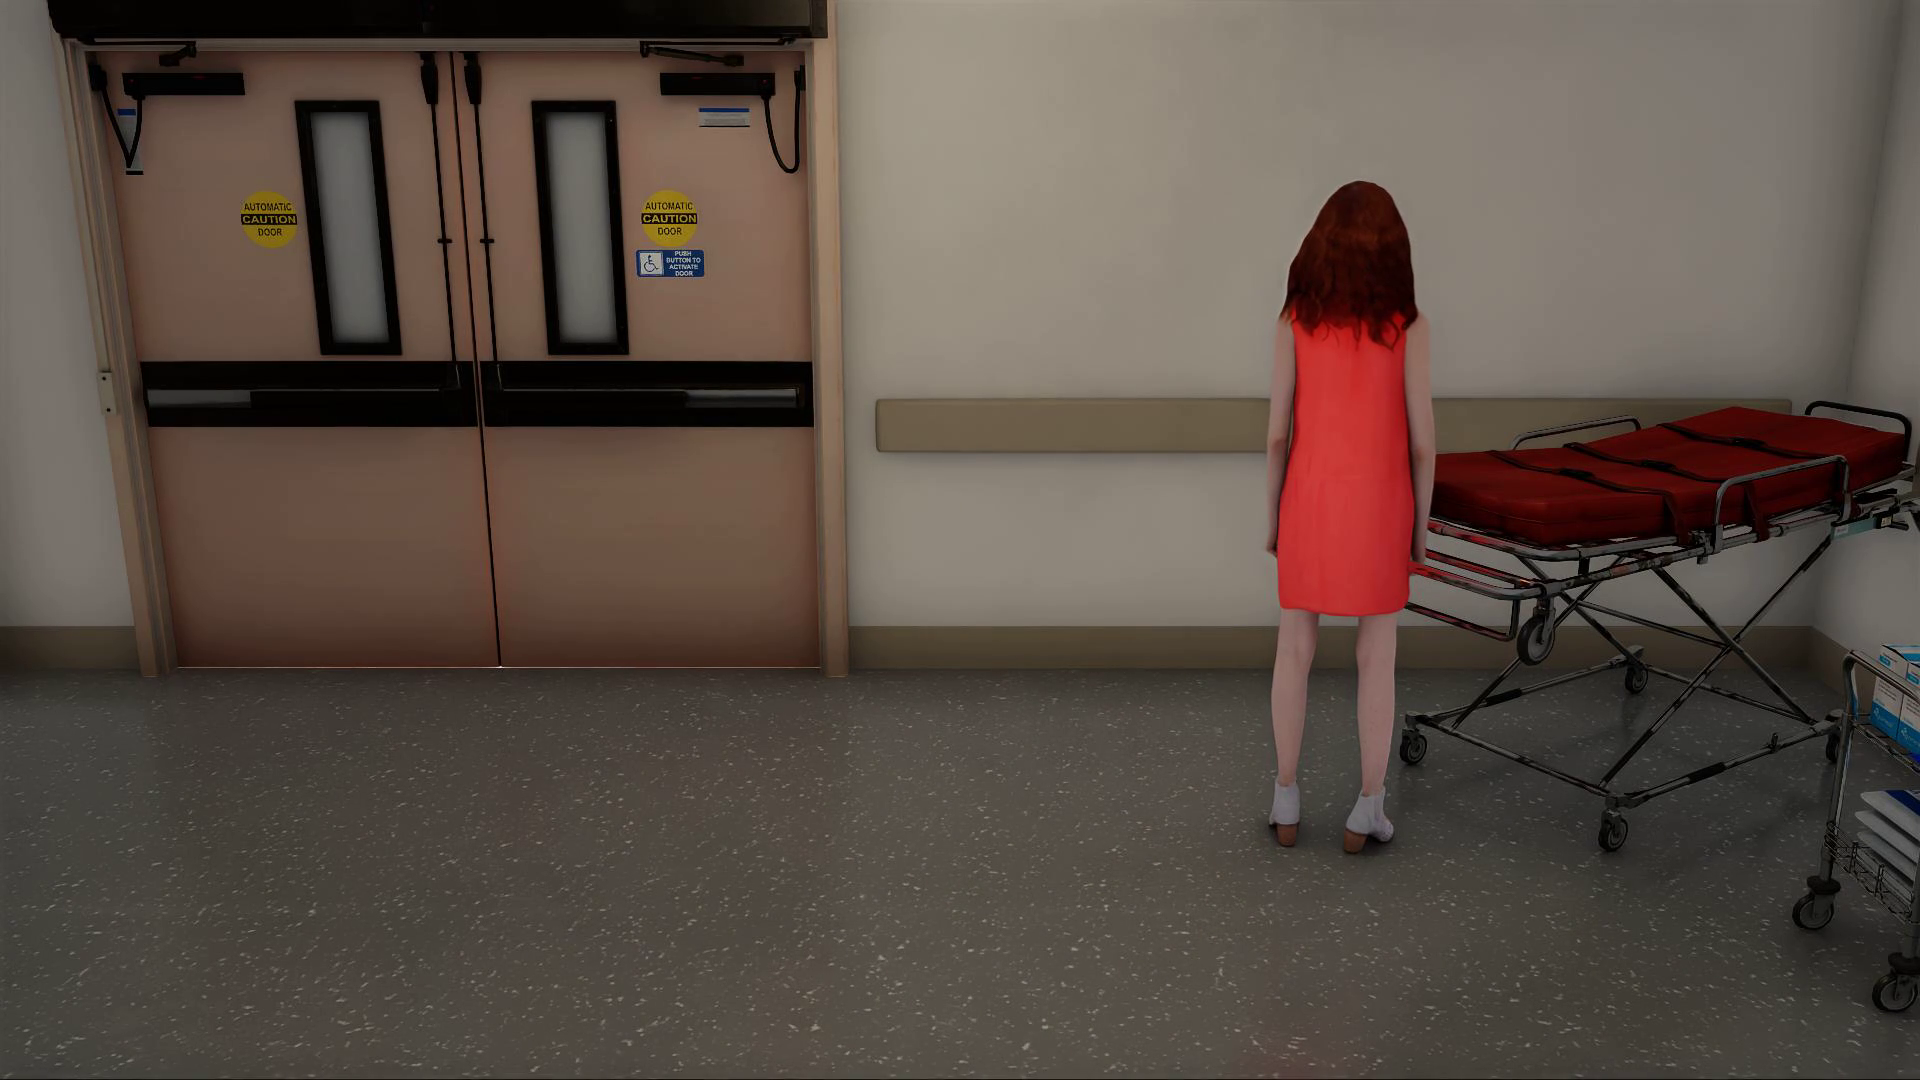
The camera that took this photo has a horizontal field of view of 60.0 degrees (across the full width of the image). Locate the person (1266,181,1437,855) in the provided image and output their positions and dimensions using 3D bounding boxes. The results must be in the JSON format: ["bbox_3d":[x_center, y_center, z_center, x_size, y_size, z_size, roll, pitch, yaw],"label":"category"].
[{"bbox_3d":[1.031,-0.035,4.472,0.648,1.828,0.621,6,17,20],"label":"person"}]
